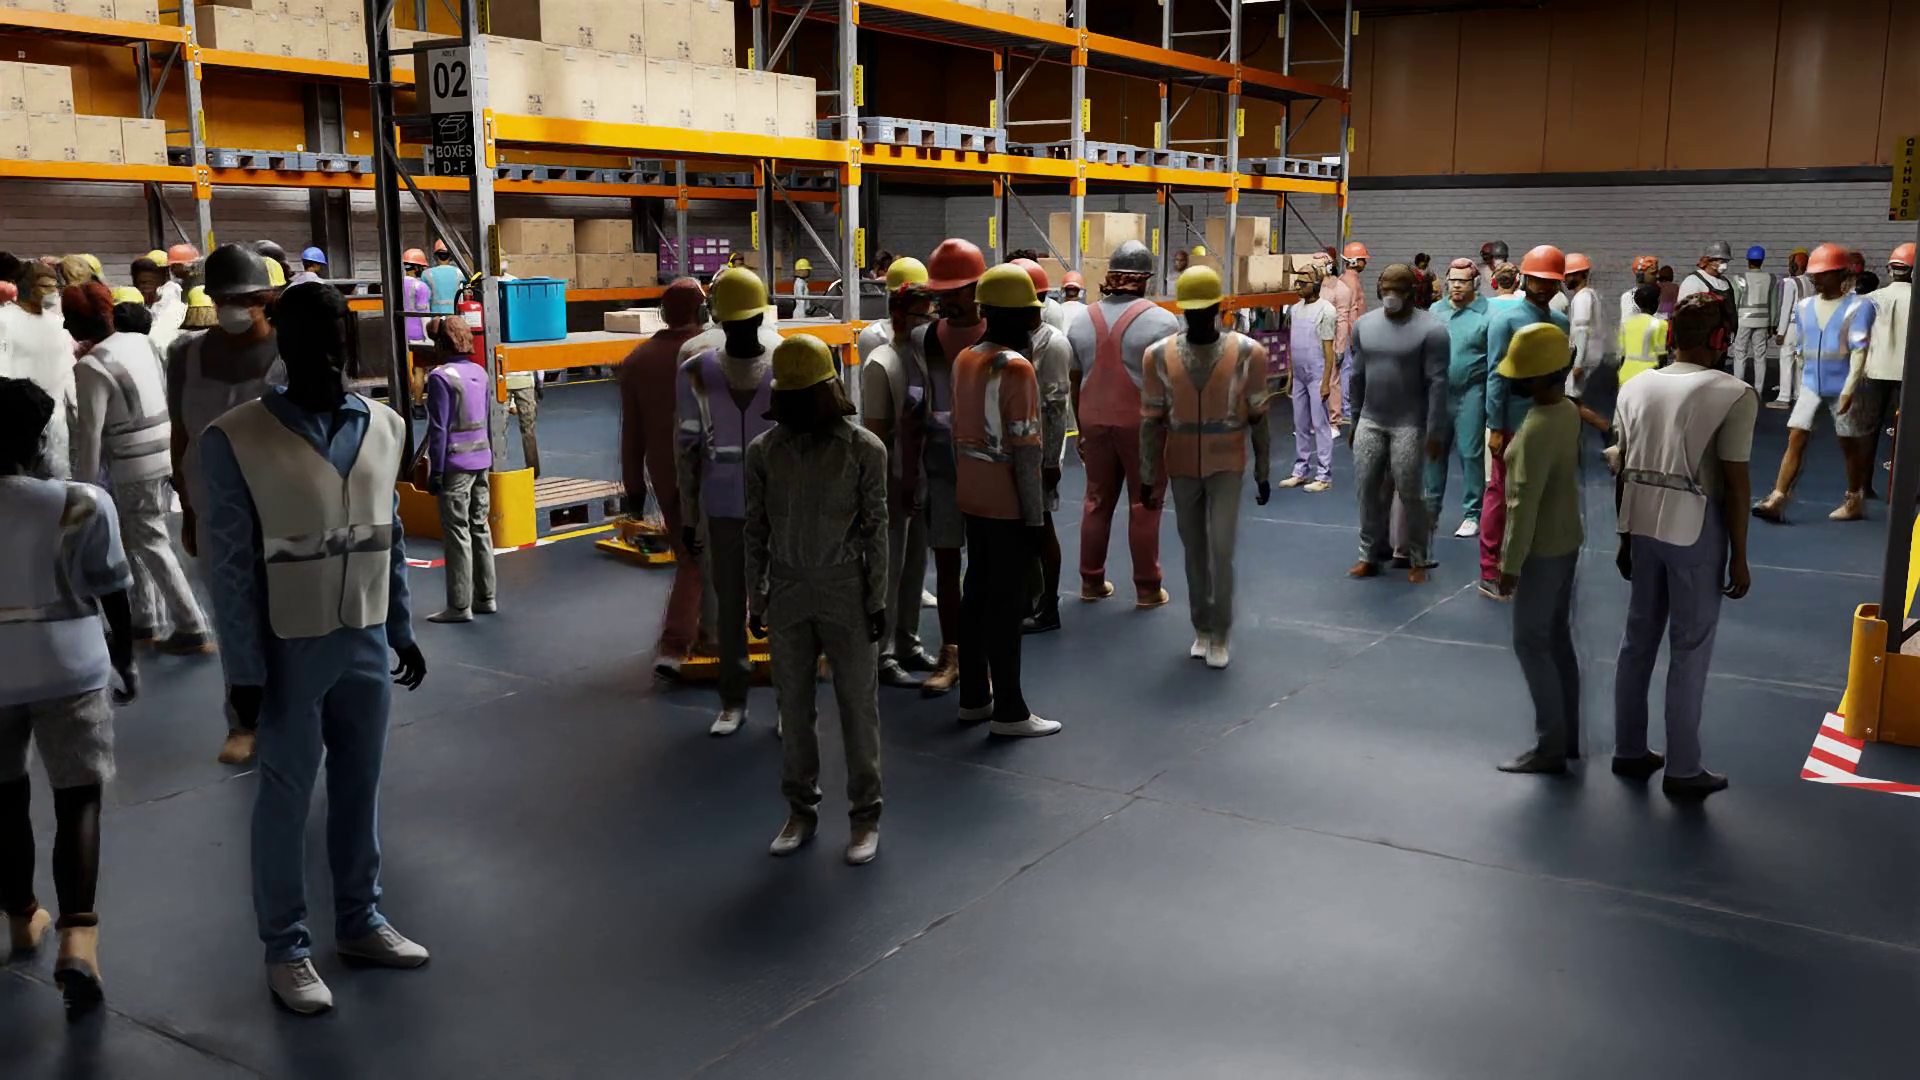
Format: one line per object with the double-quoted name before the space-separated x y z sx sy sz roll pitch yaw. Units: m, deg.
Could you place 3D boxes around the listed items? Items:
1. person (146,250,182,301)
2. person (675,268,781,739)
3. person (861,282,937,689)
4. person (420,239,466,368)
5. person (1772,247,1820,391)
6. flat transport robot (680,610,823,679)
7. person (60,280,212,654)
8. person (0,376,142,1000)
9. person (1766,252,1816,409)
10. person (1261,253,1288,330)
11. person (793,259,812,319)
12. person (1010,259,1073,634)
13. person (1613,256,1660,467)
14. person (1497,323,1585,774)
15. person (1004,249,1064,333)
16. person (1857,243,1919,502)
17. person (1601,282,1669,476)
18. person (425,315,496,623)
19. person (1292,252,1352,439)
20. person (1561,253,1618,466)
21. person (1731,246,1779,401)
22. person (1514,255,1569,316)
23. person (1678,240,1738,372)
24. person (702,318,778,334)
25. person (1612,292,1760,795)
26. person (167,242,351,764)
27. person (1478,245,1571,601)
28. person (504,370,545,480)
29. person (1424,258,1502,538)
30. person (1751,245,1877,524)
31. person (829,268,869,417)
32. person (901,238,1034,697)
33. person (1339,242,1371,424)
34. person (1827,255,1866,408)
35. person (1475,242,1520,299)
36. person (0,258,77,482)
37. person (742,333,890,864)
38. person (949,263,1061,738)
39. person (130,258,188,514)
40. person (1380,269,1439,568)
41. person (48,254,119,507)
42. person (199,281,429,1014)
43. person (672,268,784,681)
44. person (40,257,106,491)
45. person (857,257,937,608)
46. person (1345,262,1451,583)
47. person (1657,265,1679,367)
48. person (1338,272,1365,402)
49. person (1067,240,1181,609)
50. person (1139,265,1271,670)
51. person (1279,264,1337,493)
"person" -8.070 -1.985 16.975 0.390 1.918 0.589 -4 11 -21
"person" -0.857 -0.137 6.756 0.588 1.913 0.398 0 10 1
"person" -0.274 -0.255 7.606 0.385 1.838 0.591 5 11 24
"person" -6.349 -2.706 20.619 0.608 2.044 0.371 -3 11 -18
"person" 11.174 -2.941 22.234 0.587 1.930 0.359 1 10 5
"flat transport robot" -1.066 0.411 8.257 0.652 0.197 1.431 -2 10 -9
"person" -4.017 -0.325 7.993 0.692 1.832 0.660 0 10 -2
"person" -2.510 0.397 4.478 0.534 1.671 0.725 -4 11 -19
"person" 10.058 -2.517 20.032 0.589 1.876 0.359 -7 12 -32
"person" 4.924 -3.604 26.035 0.355 1.885 0.575 -6 12 -29
"person" -2.328 -3.282 24.638 0.302 1.745 0.483 -1 10 -7
"person" 0.341 -0.477 8.600 0.380 1.930 0.547 -6 12 -30
"person" 6.040 -1.584 14.840 0.341 1.882 0.586 8 13 38
"person" 2.228 0.033 6.342 0.316 1.727 0.675 7 12 33
"person" 0.462 -1.138 12.166 0.602 1.958 0.381 8 13 36
"person" 7.245 -1.285 12.880 0.382 1.995 0.612 -9 13 -40
"person" 5.619 -1.306 13.843 0.541 1.679 0.550 -3 11 -15
"person" -2.661 -0.380 8.871 0.321 1.631 0.527 2 10 13
"person" 3.681 -1.982 17.025 0.394 1.899 0.642 -8 13 -38
"person" 5.588 -1.588 14.816 0.650 1.906 0.591 5 11 24
"person" 9.981 -2.727 20.996 0.618 1.945 0.394 0 10 1
"person" 4.917 -1.510 14.391 0.644 1.901 0.399 -4 11 -23
"person" 7.705 -2.068 17.090 0.681 2.000 0.535 -6 12 -29
"person" -1.371 -0.760 10.383 0.514 1.846 0.339 -4 11 -21
"person" 2.633 0.015 6.122 0.393 1.836 0.560 -5 11 -26
"person" -2.735 -0.165 6.547 0.698 2.000 0.699 0 10 0
"person" 3.217 -0.658 9.411 0.613 1.991 0.391 -6 12 -30
"person" -3.674 -1.239 13.661 0.527 1.626 0.328 -4 11 -21
"person" 3.398 -0.968 11.400 0.400 1.900 0.648 -10 14 -44
"person" 6.141 -1.084 11.802 1.038 1.985 0.620 -6 12 -31
"person" -1.137 -2.192 18.152 0.599 1.909 0.401 -5 11 -24
"person" 0.020 -0.295 7.300 0.613 2.033 0.410 4 11 19
"person" 4.318 -2.278 18.380 0.382 1.995 0.612 1 10 4
"person" 10.645 -2.473 19.871 0.390 1.847 0.564 -1 10 -5
"person" 6.677 -2.740 20.815 0.682 2.000 1.022 3 11 16
"person" -5.260 -0.666 9.657 0.720 1.910 0.652 1 10 6
"person" -0.473 0.194 5.422 0.493 1.731 0.324 2 10 11
"person" 0.171 -0.156 6.808 0.362 1.928 0.587 -6 12 -29
"person" -5.863 -1.098 12.135 0.613 1.883 0.768 -2 10 -9
"person" 2.738 -0.748 10.313 0.372 1.843 0.570 -4 11 -20
"person" -5.859 -0.943 11.164 0.629 1.932 0.365 -7 12 -34
"person" -1.719 0.271 4.471 0.379 1.916 0.591 6 12 31
"person" -1.047 -0.302 7.722 0.653 1.895 0.402 -9 13 -40
"person" -6.591 -1.112 12.191 0.403 1.900 0.639 7 12 34
"person" -0.292 -0.554 9.011 0.369 1.928 0.586 9 14 42
"person" 2.621 -0.669 9.852 0.655 1.919 0.610 10 14 43
"person" 10.857 -3.419 25.701 0.497 1.633 0.279 10 14 44
"person" 4.751 -2.599 20.241 0.367 1.965 0.604 -1 10 -5
"person" 0.944 -0.648 9.223 0.682 2.000 0.535 7 12 34
"person" 1.143 -0.341 7.879 0.614 1.896 0.655 3 11 18
"person" 2.823 -1.301 13.421 0.349 1.837 0.502 -6 12 -28
